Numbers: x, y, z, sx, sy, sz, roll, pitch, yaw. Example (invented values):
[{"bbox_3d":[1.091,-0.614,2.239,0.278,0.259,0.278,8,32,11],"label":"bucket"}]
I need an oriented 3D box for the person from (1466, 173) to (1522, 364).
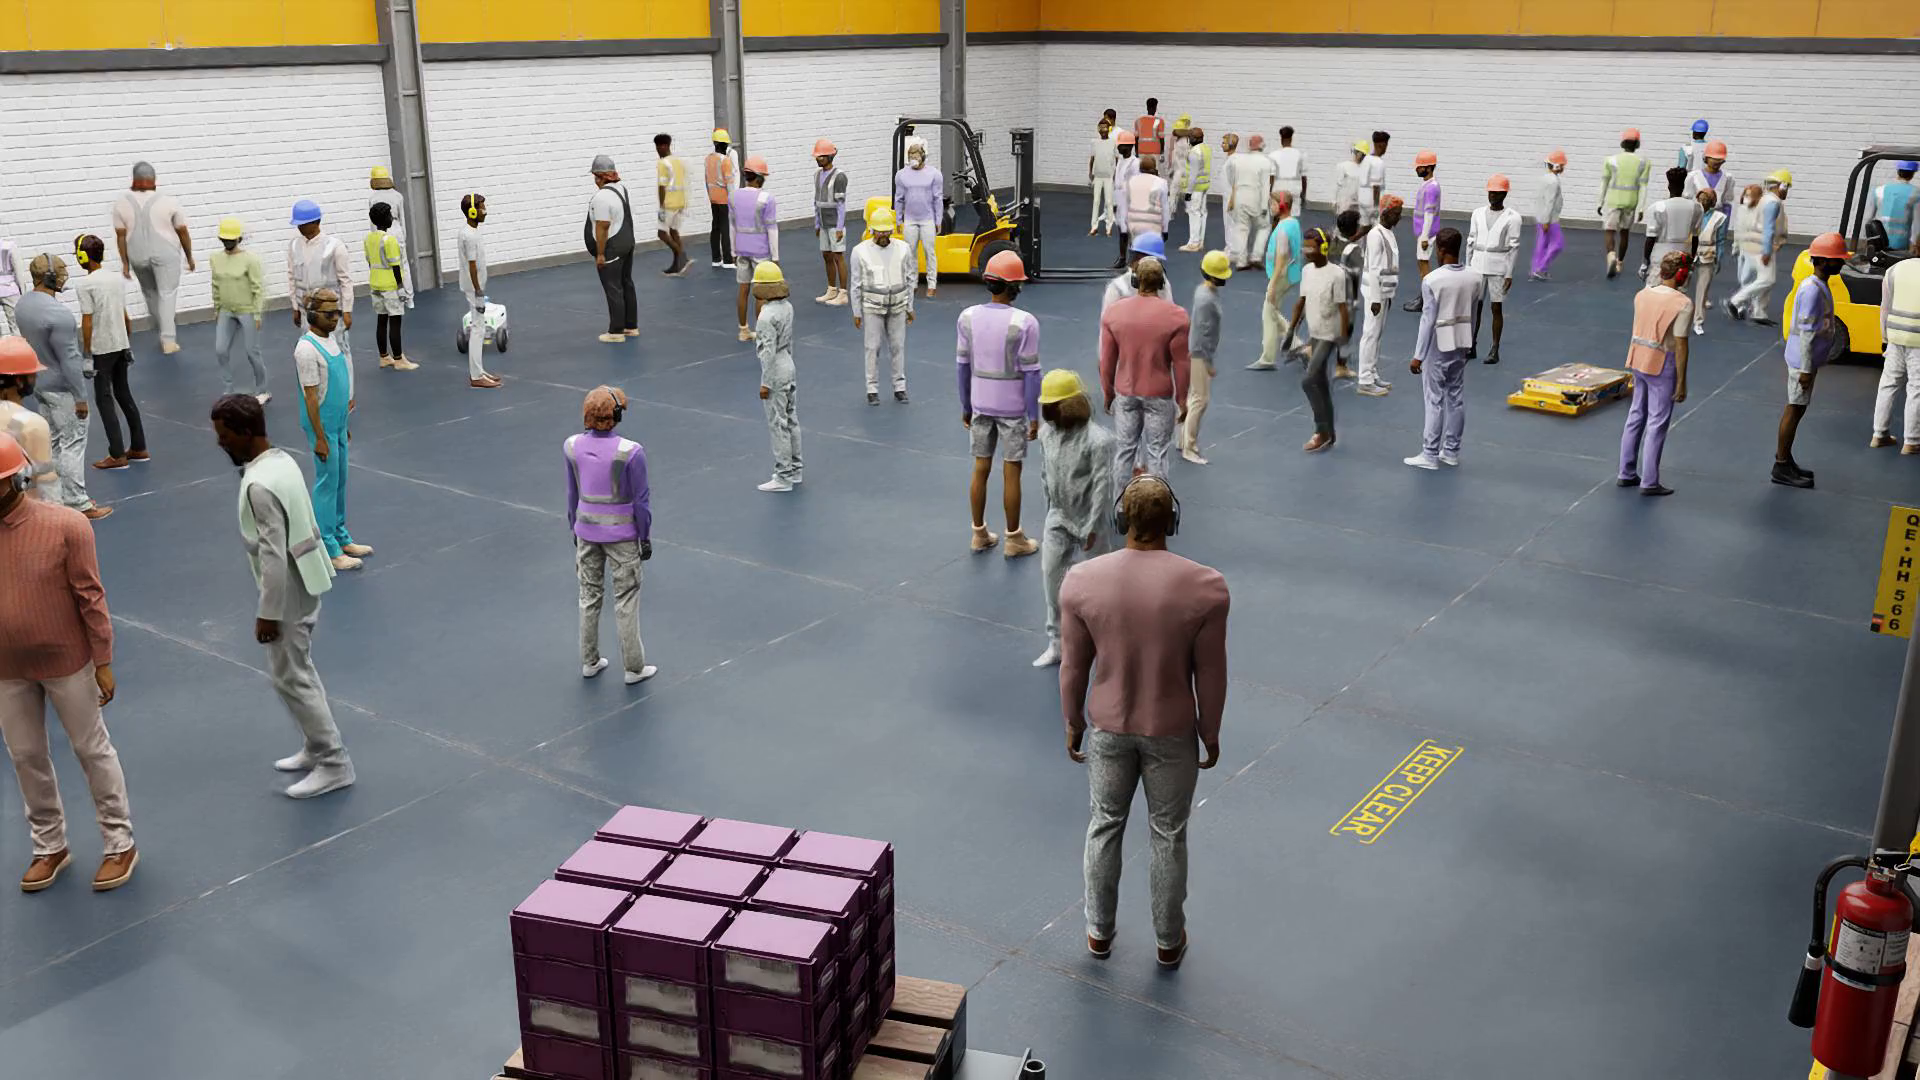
[{"bbox_3d":[5.458,-2.790,17.145,0.545,1.942,0.351,15,23,38],"label":"person"}]

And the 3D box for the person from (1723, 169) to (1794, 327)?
[{"bbox_3d":[9.227,-3.358,19.166,0.531,1.793,0.638,7,19,21],"label":"person"}]

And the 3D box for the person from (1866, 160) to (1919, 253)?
[{"bbox_3d":[10.895,-3.506,19.418,0.644,1.921,0.632,16,24,42],"label":"person"}]

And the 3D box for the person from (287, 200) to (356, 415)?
[{"bbox_3d":[-5.724,-2.073,14.907,0.605,1.937,0.412,4,18,13],"label":"person"}]

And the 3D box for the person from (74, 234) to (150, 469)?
[{"bbox_3d":[-6.792,-1.495,13.239,0.324,1.854,0.530,4,18,11],"label":"person"}]

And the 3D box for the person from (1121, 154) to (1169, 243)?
[{"bbox_3d":[2.283,-3.913,20.873,0.615,1.812,0.877,13,22,35],"label":"person"}]

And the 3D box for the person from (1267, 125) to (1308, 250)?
[{"bbox_3d":[4.804,-5.085,24.373,0.619,1.929,0.884,0,18,0],"label":"person"}]

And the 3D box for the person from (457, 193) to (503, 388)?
[{"bbox_3d":[-4.665,-2.401,16.072,0.322,1.858,0.512,-5,18,-16],"label":"person"}]

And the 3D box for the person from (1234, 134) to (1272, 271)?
[{"bbox_3d":[4.100,-4.702,23.222,0.490,1.880,0.649,-17,24,-42],"label":"person"}]

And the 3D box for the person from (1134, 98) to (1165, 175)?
[{"bbox_3d":[3.546,-7.260,31.086,0.617,1.963,0.361,10,20,27],"label":"person"}]

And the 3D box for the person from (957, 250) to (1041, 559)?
[{"bbox_3d":[0.276,-0.892,11.044,0.610,2.042,0.396,11,21,31],"label":"person"}]

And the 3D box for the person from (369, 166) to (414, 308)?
[{"bbox_3d":[-6.953,-3.662,20.211,0.324,1.737,0.488,12,21,32],"label":"person"}]

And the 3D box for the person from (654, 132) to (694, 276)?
[{"bbox_3d":[-3.936,-4.568,22.707,0.502,1.939,0.657,6,19,19],"label":"person"}]

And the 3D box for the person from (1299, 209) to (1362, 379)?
[{"bbox_3d":[3.699,-2.399,16.336,0.519,1.679,0.542,-8,20,-24],"label":"person"}]

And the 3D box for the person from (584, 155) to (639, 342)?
[{"bbox_3d":[-3.866,-3.227,18.350,0.537,2.000,0.687,5,18,14],"label":"person"}]

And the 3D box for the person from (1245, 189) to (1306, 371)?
[{"bbox_3d":[3.206,-2.609,16.750,0.524,1.830,0.587,5,18,16],"label":"person"}]

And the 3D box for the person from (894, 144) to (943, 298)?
[{"bbox_3d":[-0.525,-4.042,21.091,0.636,1.929,0.378,4,18,13],"label":"person"}]

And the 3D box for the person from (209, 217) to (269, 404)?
[{"bbox_3d":[-6.629,-2.056,15.173,0.570,1.737,0.585,4,18,12],"label":"person"}]

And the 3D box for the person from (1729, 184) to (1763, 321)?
[{"bbox_3d":[9.388,-3.397,19.596,0.618,1.605,0.534,-4,18,-11],"label":"person"}]

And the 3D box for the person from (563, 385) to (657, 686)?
[{"bbox_3d":[-1.895,-0.020,8.987,0.514,1.631,0.318,7,19,21],"label":"person"}]

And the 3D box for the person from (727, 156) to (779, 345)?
[{"bbox_3d":[-2.220,-3.143,18.114,0.613,2.031,0.410,9,20,27],"label":"person"}]

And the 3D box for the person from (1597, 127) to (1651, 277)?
[{"bbox_3d":[9.037,-4.595,22.676,0.604,2.013,0.864,5,18,14],"label":"person"}]

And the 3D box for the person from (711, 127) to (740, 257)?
[{"bbox_3d":[-3.481,-5.143,24.597,0.337,1.882,0.583,-17,24,-42],"label":"person"}]

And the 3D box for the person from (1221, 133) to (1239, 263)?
[{"bbox_3d":[3.879,-4.919,23.959,0.330,1.844,0.519,0,18,1],"label":"person"}]

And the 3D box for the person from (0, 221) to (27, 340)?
[{"bbox_3d":[-9.503,-2.416,16.461,0.516,1.640,0.308,-5,18,-14],"label":"person"}]

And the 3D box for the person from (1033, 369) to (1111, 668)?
[{"bbox_3d":[0.712,-0.154,9.286,0.504,1.704,0.729,13,22,36],"label":"person"}]

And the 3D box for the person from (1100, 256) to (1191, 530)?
[{"bbox_3d":[1.285,-0.996,11.534,0.635,1.939,0.360,7,19,20],"label":"person"}]

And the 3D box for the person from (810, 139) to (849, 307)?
[{"bbox_3d":[-1.621,-3.897,20.469,0.413,2.035,0.601,-14,23,-37],"label":"person"}]

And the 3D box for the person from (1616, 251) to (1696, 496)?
[{"bbox_3d":[5.213,-1.245,12.485,0.383,1.836,0.563,-5,18,-16],"label":"person"}]

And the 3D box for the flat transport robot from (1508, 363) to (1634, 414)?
[{"bbox_3d":[5.781,-1.438,15.616,0.652,0.197,1.431,16,24,40],"label":"flat transport robot"}]

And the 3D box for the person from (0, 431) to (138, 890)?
[{"bbox_3d":[-3.781,0.501,6.793,0.624,1.980,0.410,-2,18,-6],"label":"person"}]

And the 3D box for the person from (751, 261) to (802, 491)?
[{"bbox_3d":[-1.410,-1.239,12.616,0.325,1.740,0.492,5,18,15],"label":"person"}]

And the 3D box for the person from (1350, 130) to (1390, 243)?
[{"bbox_3d":[5.729,-4.752,23.300,0.705,1.946,0.618,-2,18,-8],"label":"person"}]
